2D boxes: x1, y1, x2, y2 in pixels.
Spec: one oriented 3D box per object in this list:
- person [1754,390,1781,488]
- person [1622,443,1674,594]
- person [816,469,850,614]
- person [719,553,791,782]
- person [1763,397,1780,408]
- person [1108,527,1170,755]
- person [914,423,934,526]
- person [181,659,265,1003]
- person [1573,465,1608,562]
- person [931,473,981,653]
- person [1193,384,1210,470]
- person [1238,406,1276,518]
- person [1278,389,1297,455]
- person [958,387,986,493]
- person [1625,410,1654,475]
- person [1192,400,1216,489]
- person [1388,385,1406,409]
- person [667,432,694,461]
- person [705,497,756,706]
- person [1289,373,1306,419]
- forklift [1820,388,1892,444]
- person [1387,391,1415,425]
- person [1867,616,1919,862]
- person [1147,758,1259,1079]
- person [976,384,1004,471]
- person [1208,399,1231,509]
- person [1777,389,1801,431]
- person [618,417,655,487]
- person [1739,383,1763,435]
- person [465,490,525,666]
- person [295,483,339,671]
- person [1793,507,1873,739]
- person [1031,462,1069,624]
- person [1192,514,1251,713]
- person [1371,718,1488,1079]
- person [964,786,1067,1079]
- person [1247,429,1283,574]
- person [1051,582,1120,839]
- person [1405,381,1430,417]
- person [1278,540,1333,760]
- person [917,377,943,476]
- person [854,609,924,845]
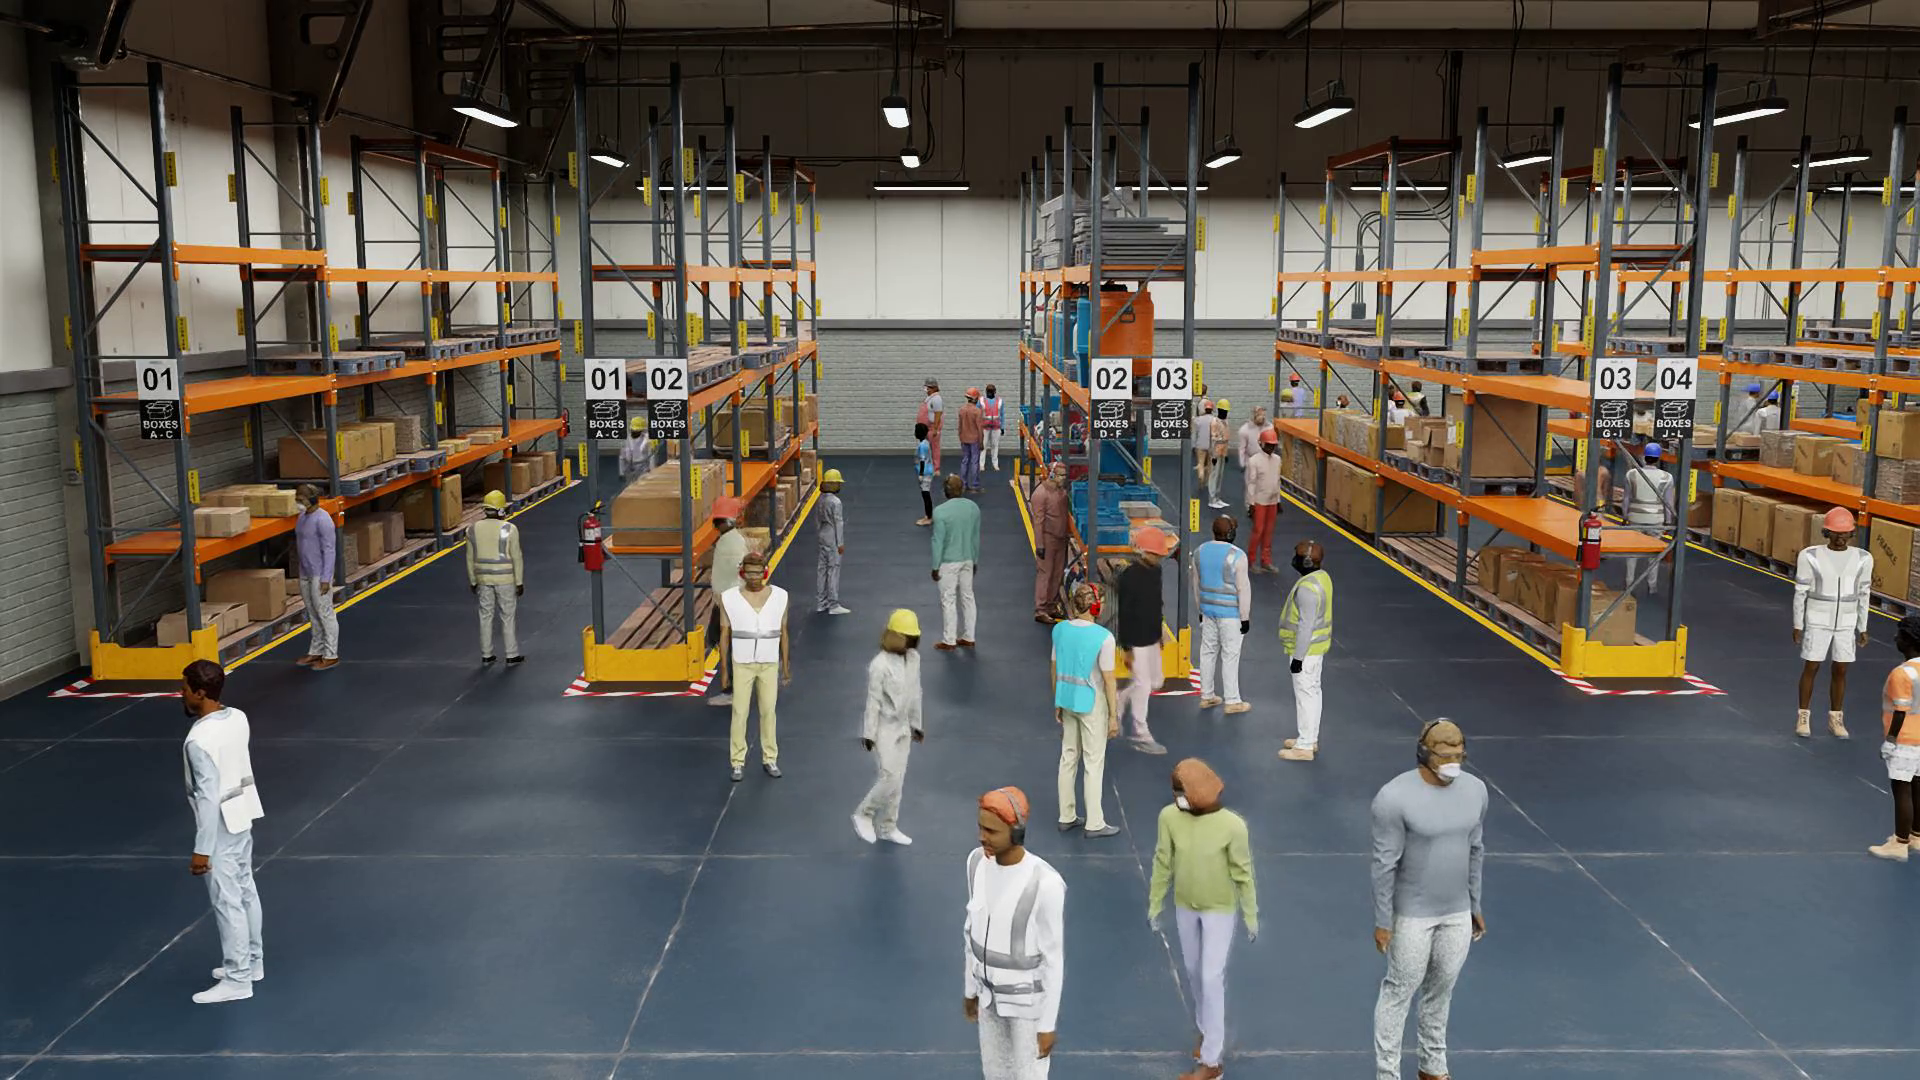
[{"bbox_3d":[15.284,-1.858,31.392,0.606,1.947,0.406,1,9,9],"label":"person"},{"bbox_3d":[8.760,-0.269,21.217,0.613,1.942,0.406,4,10,27],"label":"person"},{"bbox_3d":[-1.540,0.015,20.006,0.308,1.741,0.493,-7,11,-37],"label":"person"},{"bbox_3d":[-1.646,1.002,13.330,0.570,1.840,0.372,-3,9,-18],"label":"person"},{"bbox_3d":[16.330,-2.090,33.585,0.325,1.729,0.494,0,9,-3],"label":"person"},{"bbox_3d":[1.485,0.836,14.035,0.674,1.957,0.664,6,11,35],"label":"person"},{"bbox_3d":[-0.588,-1.074,27.189,0.324,1.686,0.530,0,9,1],"label":"person"},{"bbox_3d":[-4.088,1.603,9.227,0.397,1.919,0.590,-1,9,-4],"label":"person"},{"bbox_3d":[9.024,-0.506,23.764,0.516,1.609,0.743,1,9,5],"label":"person"},{"bbox_3d":[-0.047,0.246,17.924,0.636,1.932,0.370,-7,11,-39],"label":"person"},{"bbox_3d":[5.138,-2.389,35.171,0.346,1.839,0.504,3,9,21],"label":"person"},{"bbox_3d":[4.995,-1.299,27.955,0.670,1.890,0.553,0,9,-2],"label":"person"},{"bbox_3d":[6.887,-2.330,35.122,0.510,1.727,0.409,-5,10,-27],"label":"person"},{"bbox_3d":[0.231,-1.877,31.361,0.381,1.994,0.622,-9,12,-44],"label":"person"},{"bbox_3d":[12.888,-1.801,31.520,0.623,1.789,0.873,0,9,-1],"label":"person"},{"bbox_3d":[4.729,-1.811,31.761,0.581,1.732,0.587,1,9,7],"label":"person"},{"bbox_3d":[8.967,-2.279,34.422,0.517,1.855,0.341,8,12,43],"label":"person"},{"bbox_3d":[-4.582,-1.169,26.993,0.542,1.939,0.366,1,9,4],"label":"person"},{"bbox_3d":[-2.155,0.576,15.644,0.469,1.981,0.621,-4,10,-25],"label":"person"},{"bbox_3d":[7.521,-2.793,37.447,0.552,1.934,0.356,-7,11,-37],"label":"person"},{"bbox_3d":[20.072,-3.110,36.462,1.873,2.768,1.129,0,9,0],"label":"forklift"},{"bbox_3d":[8.233,-1.820,31.223,0.543,1.929,0.387,1,9,4],"label":"person"},{"bbox_3d":[6.532,1.364,11.471,0.529,1.697,0.321,-6,11,-36],"label":"person"},{"bbox_3d":[1.191,1.898,8.348,0.562,1.597,0.664,7,11,37],"label":"person"},{"bbox_3d":[0.638,-2.359,34.971,0.621,1.840,0.430,-2,9,-12],"label":"person"},{"bbox_3d":[4.588,-1.525,29.333,0.383,1.923,0.589,5,10,30],"label":"person"},{"bbox_3d":[17.212,-2.268,34.619,0.530,1.765,0.326,8,12,43],"label":"person"},{"bbox_3d":[-5.267,-1.108,27.026,0.645,1.802,0.428,3,9,16],"label":"person"},{"bbox_3d":[16.077,-2.241,33.907,0.486,1.930,0.628,2,9,14],"label":"person"},{"bbox_3d":[-4.801,0.398,17.246,0.596,1.831,0.403,2,9,10],"label":"person"},{"bbox_3d":[-6.634,0.368,17.113,0.627,1.937,0.372,8,12,43],"label":"person"},{"bbox_3d":[7.591,0.723,14.481,0.615,2.042,0.374,2,9,12],"label":"person"},{"bbox_3d":[1.092,0.026,19.467,0.401,1.893,0.652,6,11,35],"label":"person"},{"bbox_3d":[2.450,0.677,15.419,0.429,1.846,0.625,-8,12,-41],"label":"person"},{"bbox_3d":[2.250,1.786,7.988,0.635,1.936,0.353,-3,9,-21],"label":"person"},{"bbox_3d":[0.218,1.957,7.085,0.346,1.879,0.576,-7,11,-39],"label":"person"},{"bbox_3d":[4.171,-0.530,22.711,0.622,1.991,0.395,-7,11,-37],"label":"person"},{"bbox_3d":[0.885,1.219,11.926,0.372,1.843,0.570,-9,12,-44],"label":"person"},{"bbox_3d":[10.086,-2.587,36.555,0.873,1.806,0.641,-5,10,-29],"label":"person"},{"bbox_3d":[2.880,0.912,13.907,0.429,1.847,0.627,3,9,21],"label":"person"},{"bbox_3d":[-0.616,-2.332,34.148,0.536,2.000,0.673,-2,9,-12],"label":"person"},{"bbox_3d":[-0.448,1.322,11.673,0.431,1.722,0.495,6,11,33],"label":"person"}]
